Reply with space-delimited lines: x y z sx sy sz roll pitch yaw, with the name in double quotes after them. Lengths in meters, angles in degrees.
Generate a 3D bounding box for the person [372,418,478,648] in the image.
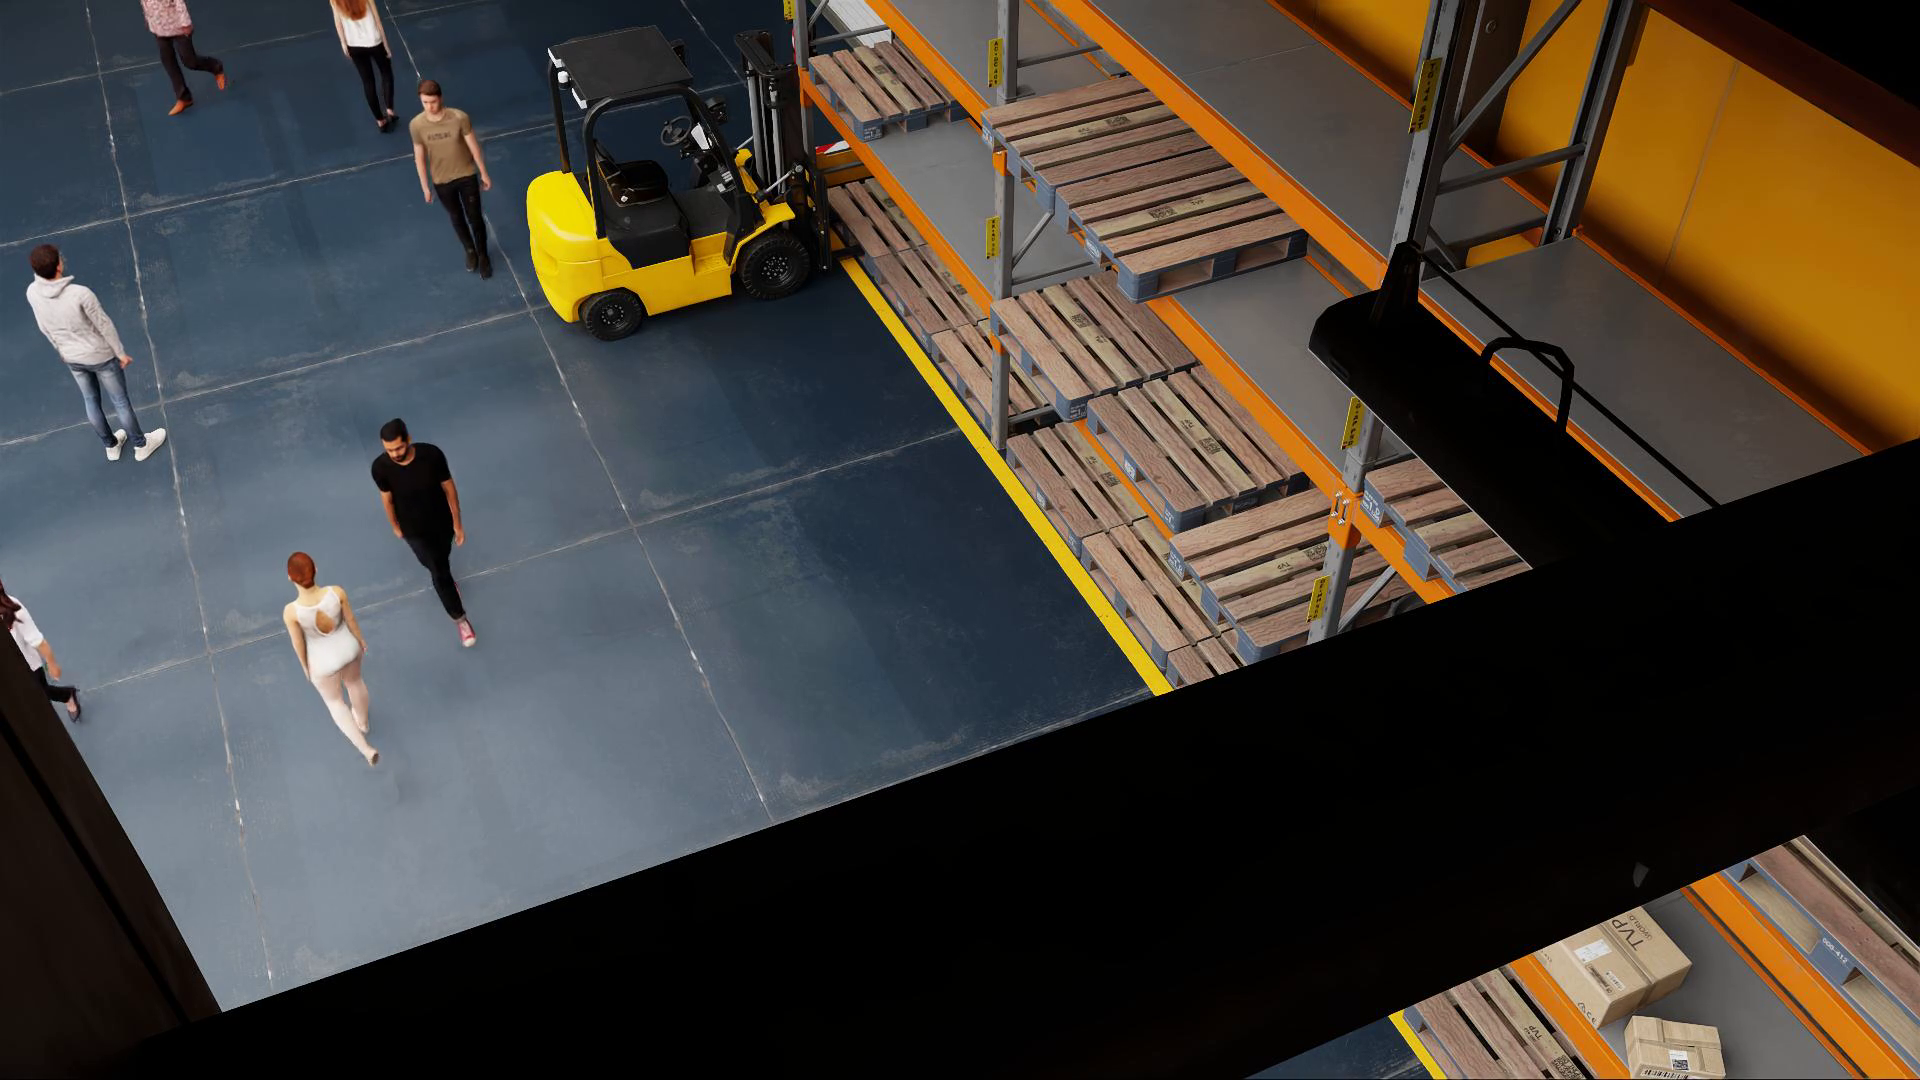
-3.571 -0.179 11.138 0.687 1.705 1.157 -21 48 -21 "person"

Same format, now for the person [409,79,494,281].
-4.284 -3.126 14.134 0.809 1.839 0.825 -6 44 -6 "person"

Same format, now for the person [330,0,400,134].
-5.661 -4.668 15.848 0.665 1.709 0.650 -8 44 -8 "person"

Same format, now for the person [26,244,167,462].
-6.452 -1.371 12.283 0.757 1.852 0.747 2 44 2 "person"

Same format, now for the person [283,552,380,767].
-3.816 0.761 10.213 0.697 1.621 0.938 -29 51 -27 "person"

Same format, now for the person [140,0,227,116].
-7.670 -5.085 16.230 1.038 1.785 1.107 13 45 13 "person"
